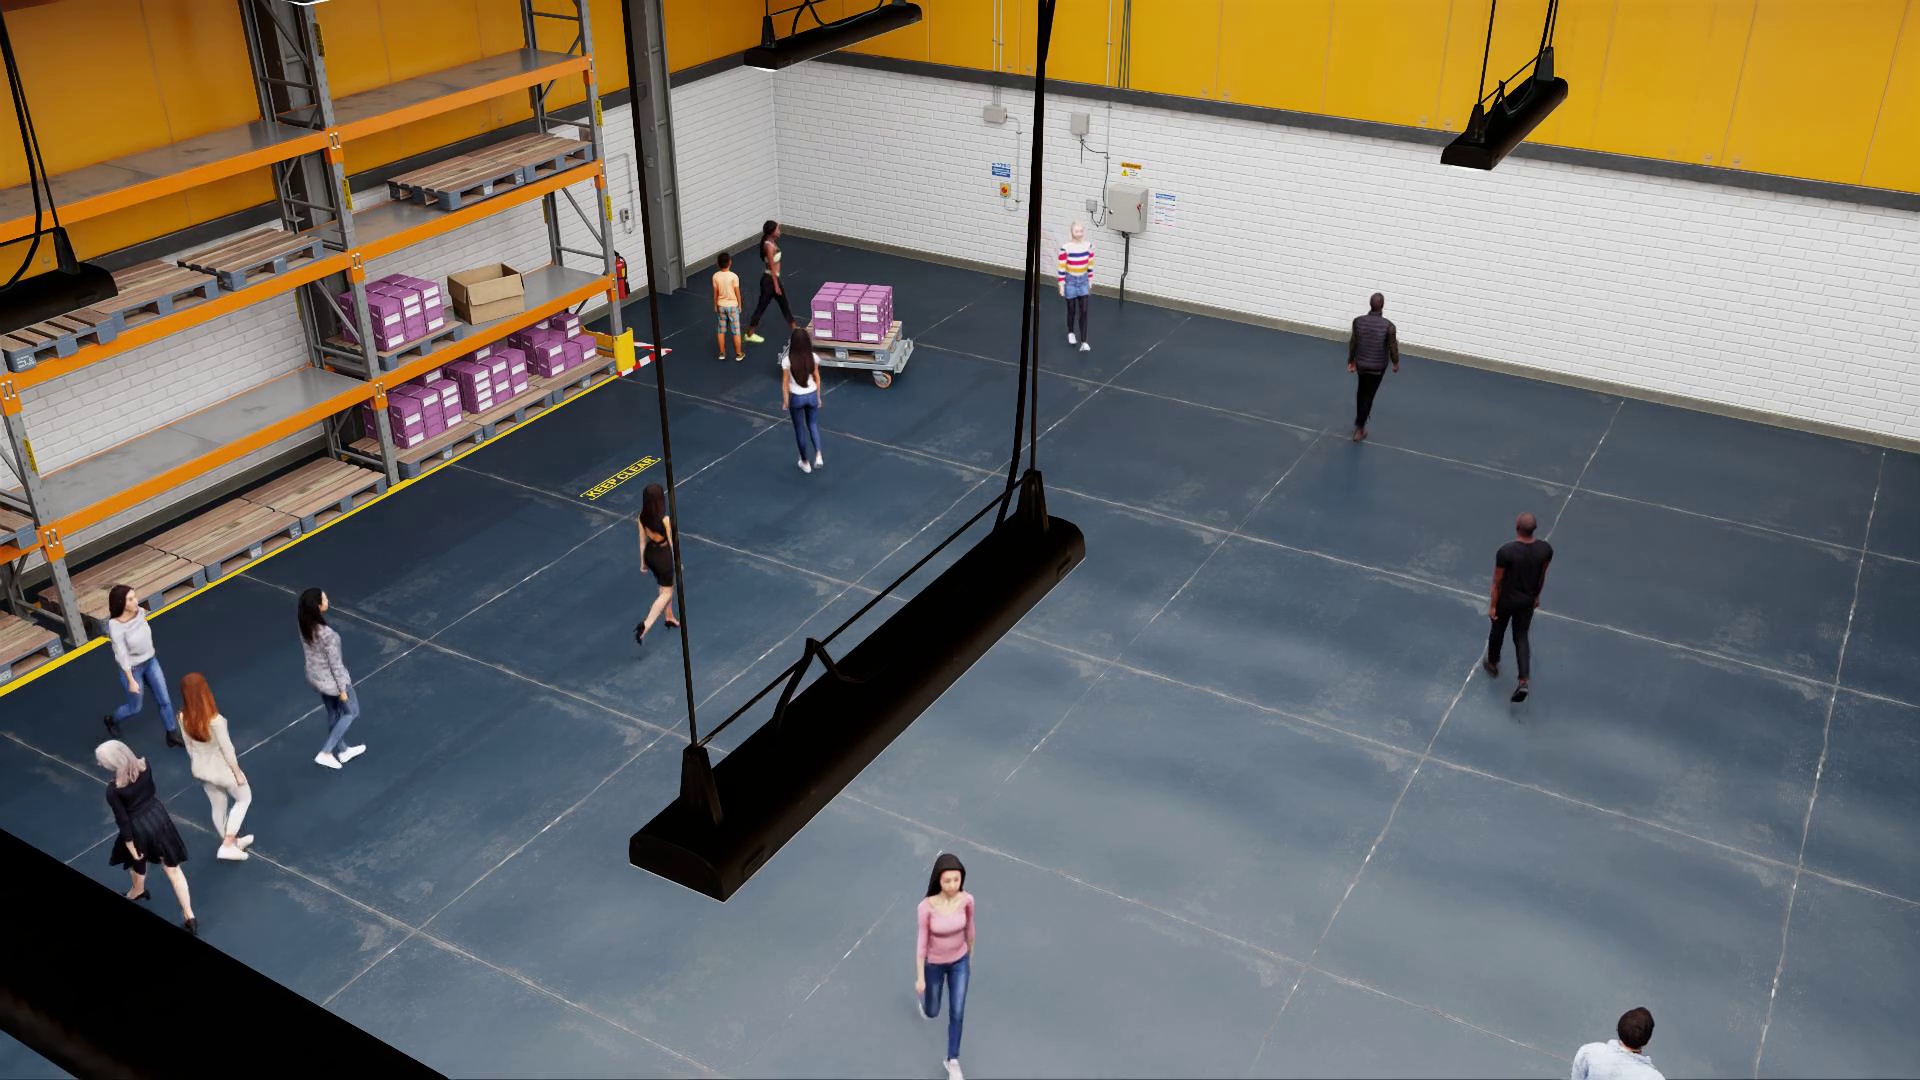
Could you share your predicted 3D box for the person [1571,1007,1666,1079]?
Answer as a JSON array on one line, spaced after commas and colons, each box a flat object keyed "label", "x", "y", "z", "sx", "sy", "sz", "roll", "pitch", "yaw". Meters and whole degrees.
[{"label": "person", "x": 3.741, "y": 3.508, "z": 9.667, "sx": 0.841, "sy": 1.776, "sz": 1.227, "roll": 23, "pitch": 36, "yaw": 36}]

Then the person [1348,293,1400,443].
[{"label": "person", "x": 4.856, "y": -2.036, "z": 19.786, "sx": 0.772, "sy": 1.818, "sz": 0.940, "roll": 20, "pitch": 34, "yaw": 32}]

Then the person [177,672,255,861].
[{"label": "person", "x": -5.797, "y": 1.818, "z": 12.844, "sx": 0.689, "sy": 1.699, "sz": 0.752, "roll": 8, "pitch": 30, "yaw": 15}]

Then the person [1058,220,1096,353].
[{"label": "person", "x": 1.544, "y": -3.458, "z": 22.443, "sx": 1.052, "sy": 1.769, "sz": 1.148, "roll": -5, "pitch": 29, "yaw": -9}]

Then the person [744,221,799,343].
[{"label": "person", "x": -2.649, "y": -3.440, "z": 22.484, "sx": 1.071, "sy": 1.700, "sz": 1.166, "roll": -1, "pitch": 29, "yaw": -2}]

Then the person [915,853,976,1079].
[{"label": "person", "x": -0.126, "y": 2.772, "z": 11.066, "sx": 0.956, "sy": 1.729, "sz": 1.002, "roll": -9, "pitch": 30, "yaw": -16}]

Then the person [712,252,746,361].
[{"label": "person", "x": -3.090, "y": -3.104, "z": 22.122, "sx": 0.579, "sy": 1.456, "sz": 0.578, "roll": 4, "pitch": 29, "yaw": 7}]

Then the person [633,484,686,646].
[{"label": "person", "x": -2.893, "y": 0.266, "z": 15.761, "sx": 0.577, "sy": 1.631, "sz": 0.934, "roll": 17, "pitch": 33, "yaw": 28}]

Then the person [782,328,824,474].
[{"label": "person", "x": -1.761, "y": -1.540, "z": 18.935, "sx": 0.790, "sy": 1.763, "sz": 0.840, "roll": -12, "pitch": 31, "yaw": -22}]

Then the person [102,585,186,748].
[{"label": "person", "x": -7.103, "y": 1.114, "z": 14.231, "sx": 0.824, "sy": 1.607, "sz": 0.979, "roll": 8, "pitch": 30, "yaw": 14}]

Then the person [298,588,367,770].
[{"label": "person", "x": -5.377, "y": 1.203, "z": 13.950, "sx": 0.639, "sy": 1.721, "sz": 0.772, "roll": 18, "pitch": 34, "yaw": 30}]

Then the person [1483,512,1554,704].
[{"label": "person", "x": 5.027, "y": 0.615, "z": 14.953, "sx": 1.051, "sy": 1.792, "sz": 1.254, "roll": -1, "pitch": 29, "yaw": -1}]

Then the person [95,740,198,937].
[{"label": "person", "x": -5.890, "y": 2.184, "z": 12.162, "sx": 0.663, "sy": 1.710, "sz": 0.963, "roll": 16, "pitch": 33, "yaw": 27}]
